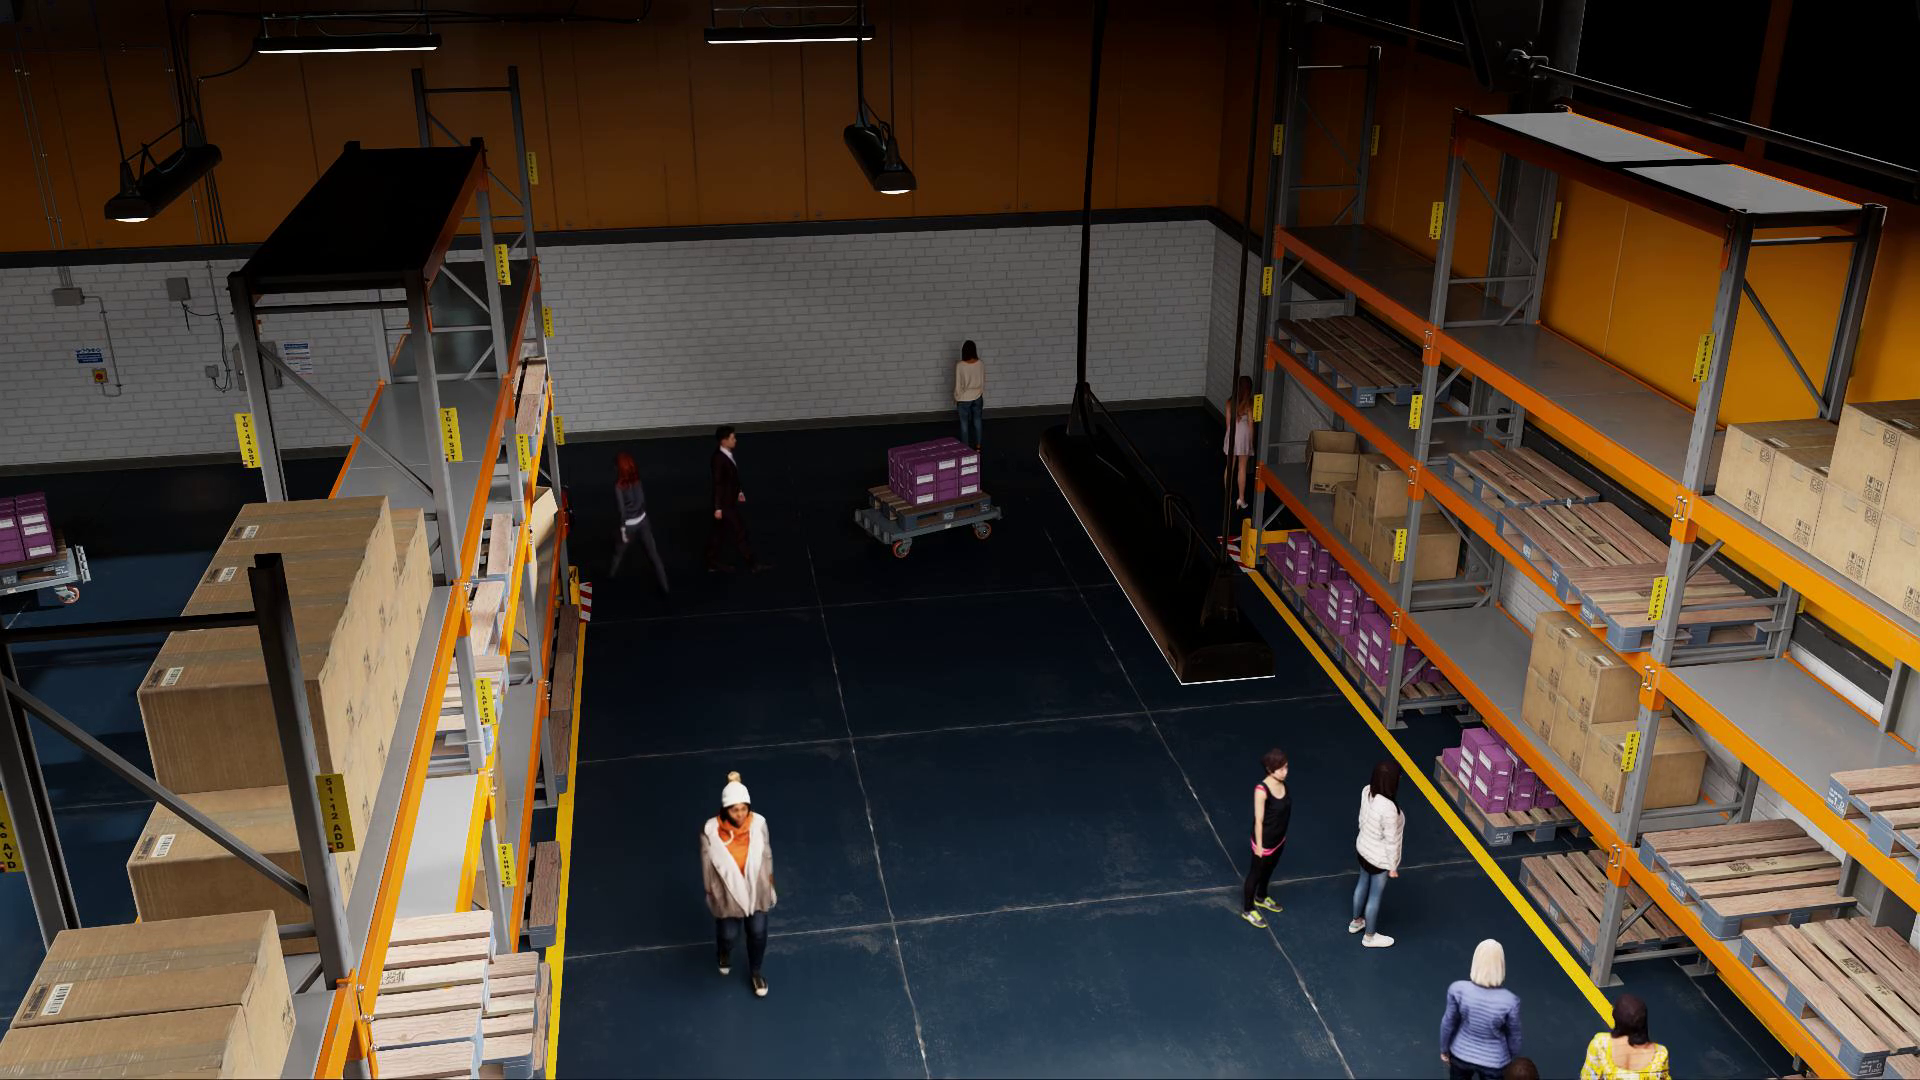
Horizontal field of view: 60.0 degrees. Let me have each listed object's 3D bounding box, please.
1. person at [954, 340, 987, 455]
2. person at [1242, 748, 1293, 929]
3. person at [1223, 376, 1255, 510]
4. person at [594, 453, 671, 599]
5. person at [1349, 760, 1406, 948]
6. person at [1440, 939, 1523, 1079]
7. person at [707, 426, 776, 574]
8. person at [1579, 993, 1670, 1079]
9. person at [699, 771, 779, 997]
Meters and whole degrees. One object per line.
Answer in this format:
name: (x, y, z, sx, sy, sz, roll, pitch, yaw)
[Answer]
person: (0.138, -1.965, 23.085, 0.661, 1.682, 0.613, -10, 26, -22)
person: (2.479, 2.353, 13.369, 0.675, 1.552, 0.625, 18, 29, 35)
person: (3.574, -1.252, 21.347, 0.681, 1.767, 0.740, 15, 28, 31)
person: (-3.625, -0.096, 18.776, 1.256, 1.710, 1.183, 17, 29, 34)
person: (3.275, 2.440, 13.064, 0.710, 1.638, 0.524, -7, 25, -17)
person: (3.391, 3.371, 10.809, 0.767, 1.737, 0.806, 12, 26, 25)
person: (-2.824, -0.448, 19.428, 0.805, 1.832, 0.999, -2, 24, -6)
person: (4.091, 3.608, 10.393, 0.878, 1.636, 0.925, 12, 26, 26)
person: (-1.672, 2.547, 12.519, 0.784, 1.878, 0.876, -9, 25, -21)
